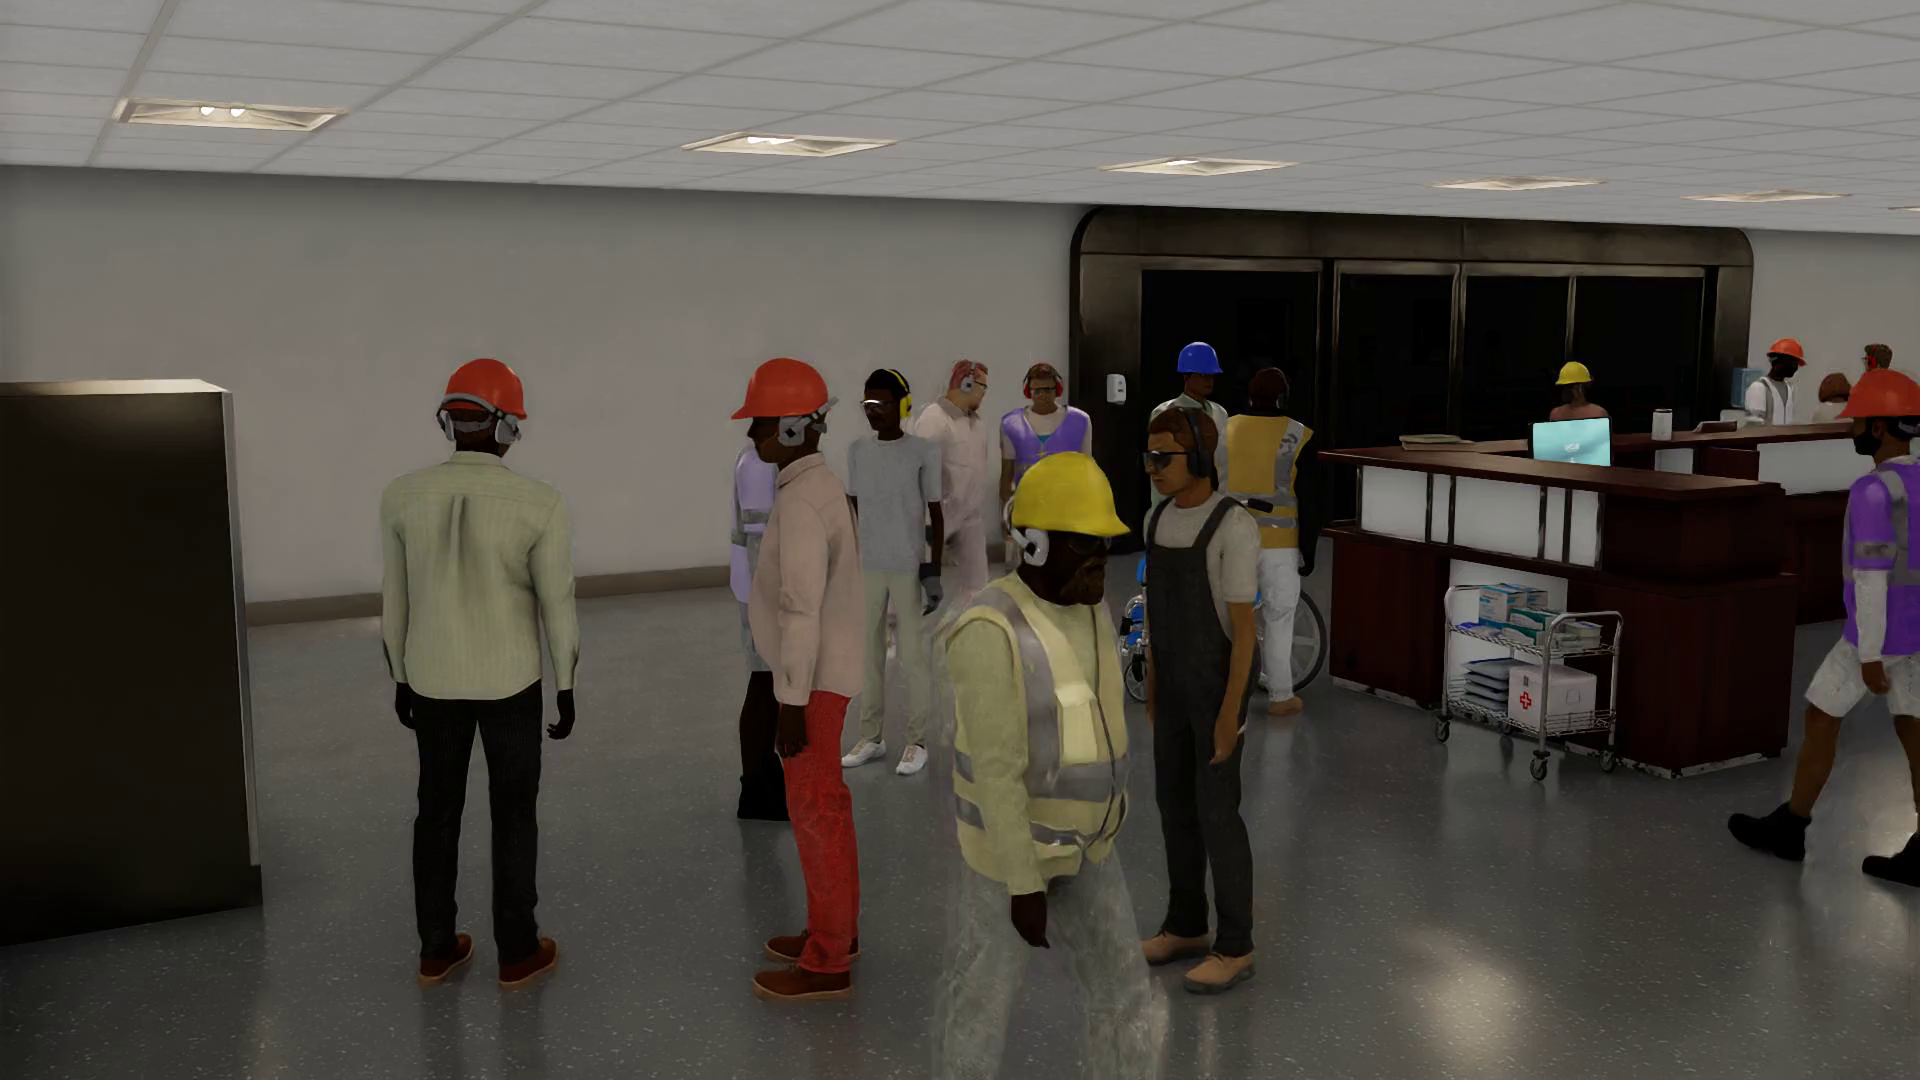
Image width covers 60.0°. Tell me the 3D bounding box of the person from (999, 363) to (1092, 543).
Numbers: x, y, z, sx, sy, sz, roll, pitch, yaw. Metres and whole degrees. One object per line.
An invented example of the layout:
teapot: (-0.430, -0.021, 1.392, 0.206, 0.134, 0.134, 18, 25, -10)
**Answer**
person: (0.531, -0.171, 10.155, 0.585, 1.816, 0.459, 2, 8, 12)

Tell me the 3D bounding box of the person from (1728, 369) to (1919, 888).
person: (3.375, 0.319, 6.261, 0.556, 1.905, 0.849, -4, 9, -28)

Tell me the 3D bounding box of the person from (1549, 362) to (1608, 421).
person: (4.490, -0.441, 12.314, 0.588, 1.748, 0.543, -4, 9, -26)

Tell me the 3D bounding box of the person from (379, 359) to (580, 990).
person: (-1.493, 0.426, 5.230, 0.625, 1.981, 0.413, 1, 8, 4)

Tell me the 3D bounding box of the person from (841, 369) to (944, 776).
person: (-0.319, 0.147, 7.645, 0.534, 1.864, 0.309, 4, 9, 26)

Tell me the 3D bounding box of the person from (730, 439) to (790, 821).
person: (-0.765, 0.205, 7.014, 0.389, 1.928, 0.549, 1, 8, 4)

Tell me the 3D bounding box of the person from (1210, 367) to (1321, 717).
person: (1.596, 0.010, 8.764, 0.628, 1.835, 0.429, 5, 9, 31)

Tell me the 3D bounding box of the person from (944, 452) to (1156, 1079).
person: (0.266, 0.703, 3.843, 0.807, 1.798, 0.591, 6, 10, 39)

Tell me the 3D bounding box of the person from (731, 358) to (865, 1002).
person: (-0.497, 0.429, 5.188, 0.403, 1.986, 0.608, 0, 8, -2)

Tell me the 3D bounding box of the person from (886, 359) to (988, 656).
person: (-0.119, -0.170, 10.060, 1.005, 1.847, 0.691, 6, 10, 36)

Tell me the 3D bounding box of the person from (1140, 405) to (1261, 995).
person: (0.738, 0.490, 5.263, 0.363, 1.834, 0.522, -5, 9, -33)

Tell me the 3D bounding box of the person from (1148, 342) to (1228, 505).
person: (1.333, -0.164, 9.593, 0.605, 1.949, 0.400, -6, 10, -39)

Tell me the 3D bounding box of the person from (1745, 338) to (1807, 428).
person: (6.564, -0.705, 13.689, 0.703, 1.913, 0.514, -5, 9, -30)
